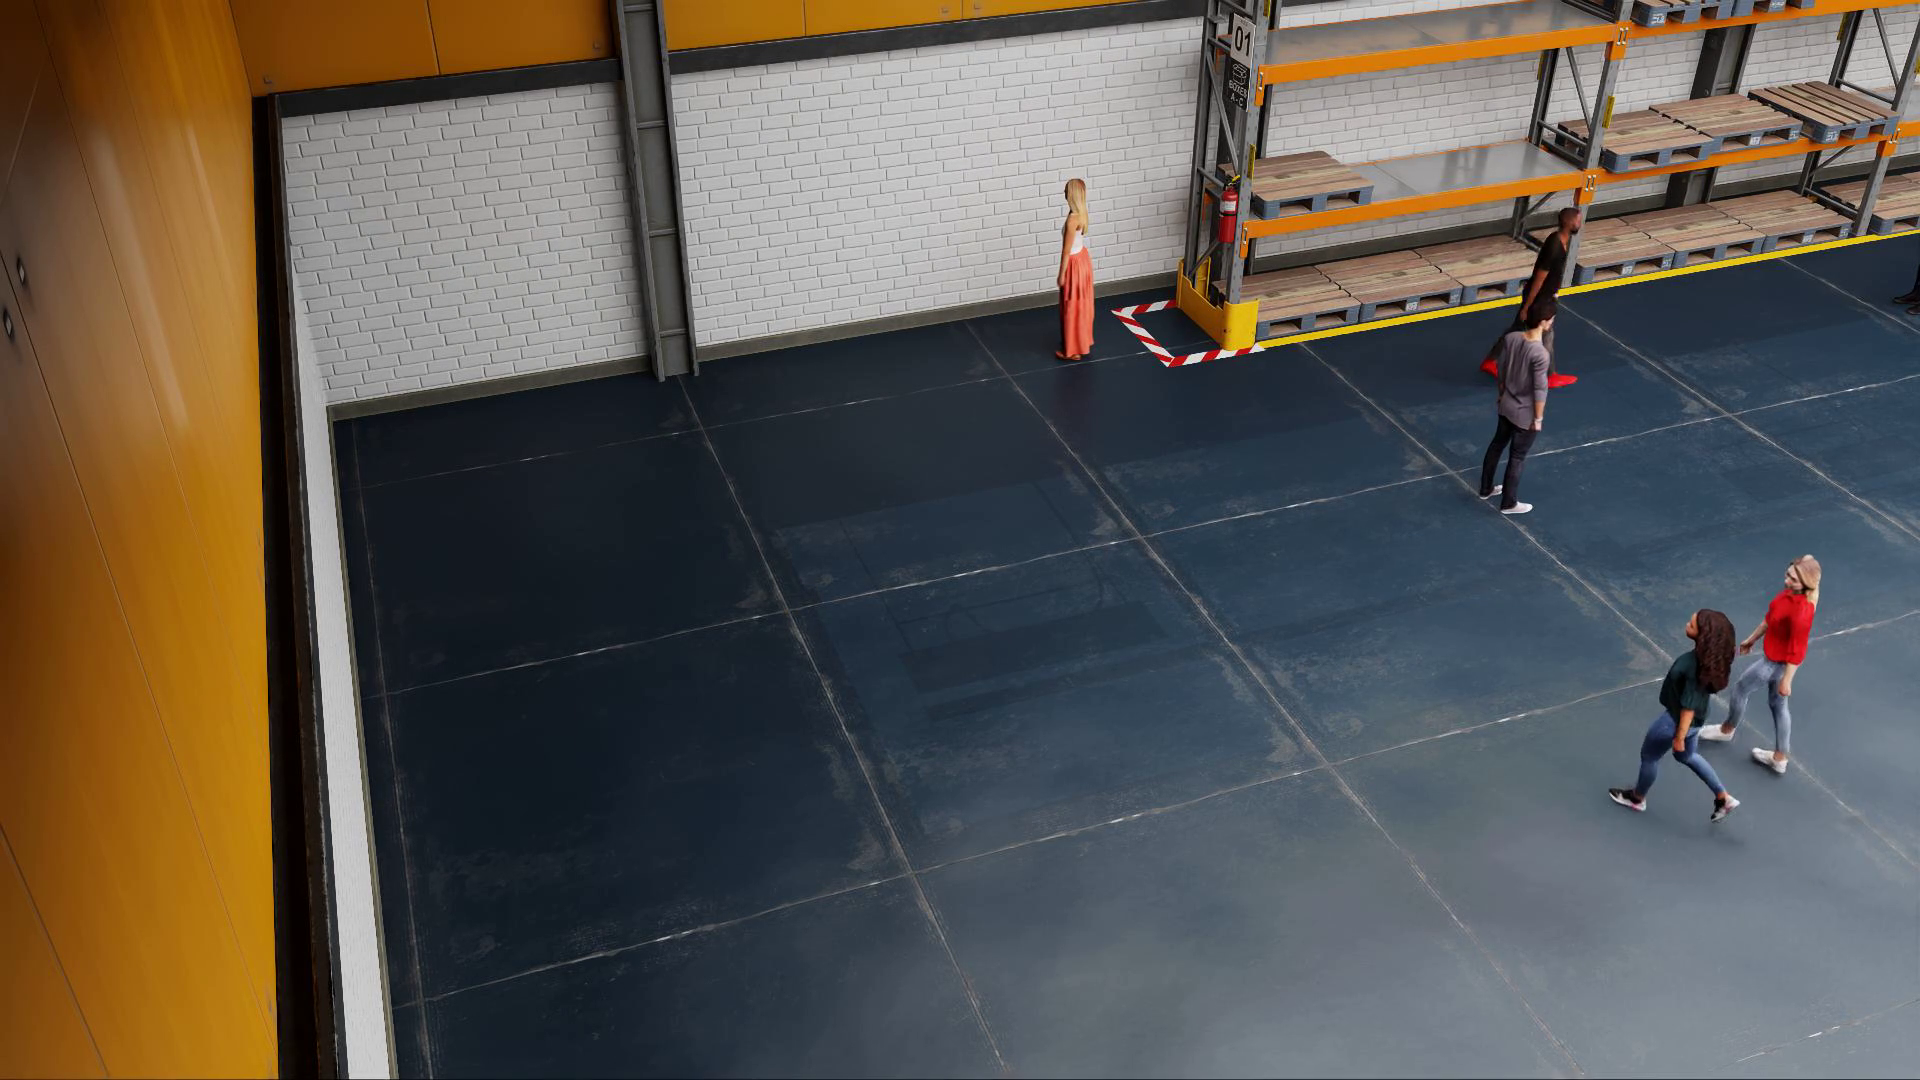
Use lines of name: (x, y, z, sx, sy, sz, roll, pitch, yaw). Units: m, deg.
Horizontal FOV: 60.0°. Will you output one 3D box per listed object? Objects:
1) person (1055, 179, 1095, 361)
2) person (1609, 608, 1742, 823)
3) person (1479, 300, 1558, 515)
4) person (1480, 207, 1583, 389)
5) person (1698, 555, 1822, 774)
person: (1.105, -2.592, 15.923, 0.751, 1.802, 0.713, 9, 35, 14)
person: (4.645, 1.154, 10.474, 0.984, 1.596, 1.017, 22, 39, 29)
person: (4.581, -1.093, 13.626, 0.539, 1.850, 0.682, -14, 36, -19)
person: (5.268, -2.252, 15.442, 1.203, 1.769, 1.113, 16, 37, 22)
person: (5.423, 0.836, 10.888, 0.936, 1.667, 0.914, 23, 40, 30)
